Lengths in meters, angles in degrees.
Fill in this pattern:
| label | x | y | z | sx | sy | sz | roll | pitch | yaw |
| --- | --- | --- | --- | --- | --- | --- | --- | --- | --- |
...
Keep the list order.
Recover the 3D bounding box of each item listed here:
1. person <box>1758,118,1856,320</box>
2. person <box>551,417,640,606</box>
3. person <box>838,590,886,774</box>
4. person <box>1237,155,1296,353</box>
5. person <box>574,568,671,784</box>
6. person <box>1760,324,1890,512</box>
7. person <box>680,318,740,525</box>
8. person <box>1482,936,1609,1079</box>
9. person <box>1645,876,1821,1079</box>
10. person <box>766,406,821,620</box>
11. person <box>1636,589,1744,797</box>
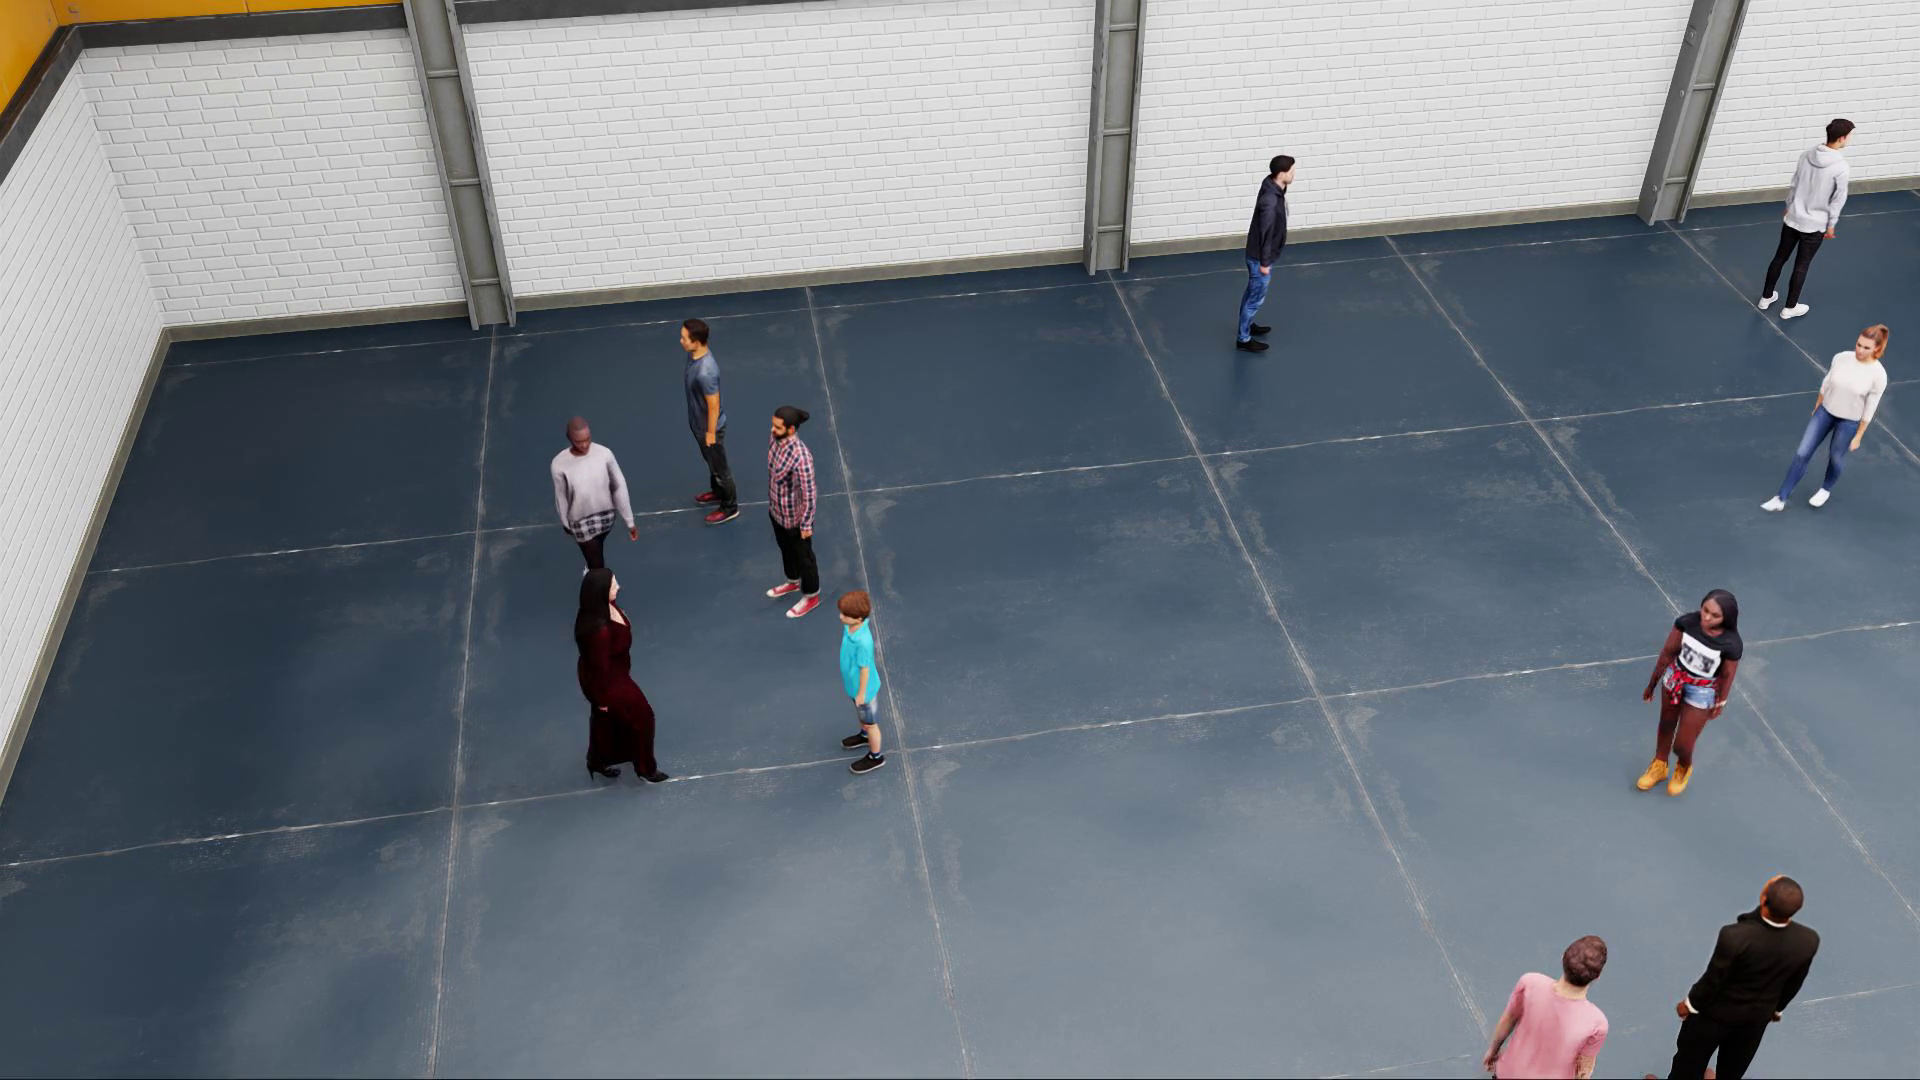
| label | x | y | z | sx | sy | sz | roll | pitch | yaw |
| --- | --- | --- | --- | --- | --- | --- | --- | --- | --- |
| person | 7.868 | -2.990 | 15.451 | 0.742 | 1.928 | 0.761 | -23 | 44 | -26 |
| person | -2.718 | -0.222 | 12.149 | 1.179 | 1.724 | 0.966 | -22 | 43 | -25 |
| person | -0.643 | 0.905 | 10.959 | 0.516 | 1.448 | 0.541 | -13 | 40 | -15 |
| person | 2.720 | -2.599 | 14.995 | 0.702 | 1.887 | 0.739 | 7 | 39 | 8 |
| person | -2.368 | 0.925 | 10.709 | 0.771 | 1.729 | 0.712 | -8 | 39 | -10 |
| person | 6.971 | -0.965 | 13.104 | 1.081 | 1.693 | 0.906 | -24 | 45 | -27 |
| person | -1.960 | -0.942 | 12.983 | 0.588 | 1.807 | 0.694 | -13 | 40 | -15 |
| person | 2.813 | 2.742 | 8.267 | 1.021 | 1.936 | 1.084 | 28 | 46 | 31 |
| person | 4.052 | 2.422 | 8.693 | 0.609 | 1.905 | 0.784 | 0 | 39 | 0 |
| person | -1.224 | -0.233 | 12.132 | 0.756 | 1.761 | 0.784 | -23 | 44 | -26 |
| person | 4.734 | 0.948 | 10.693 | 0.764 | 1.712 | 0.725 | -25 | 45 | -28 |
